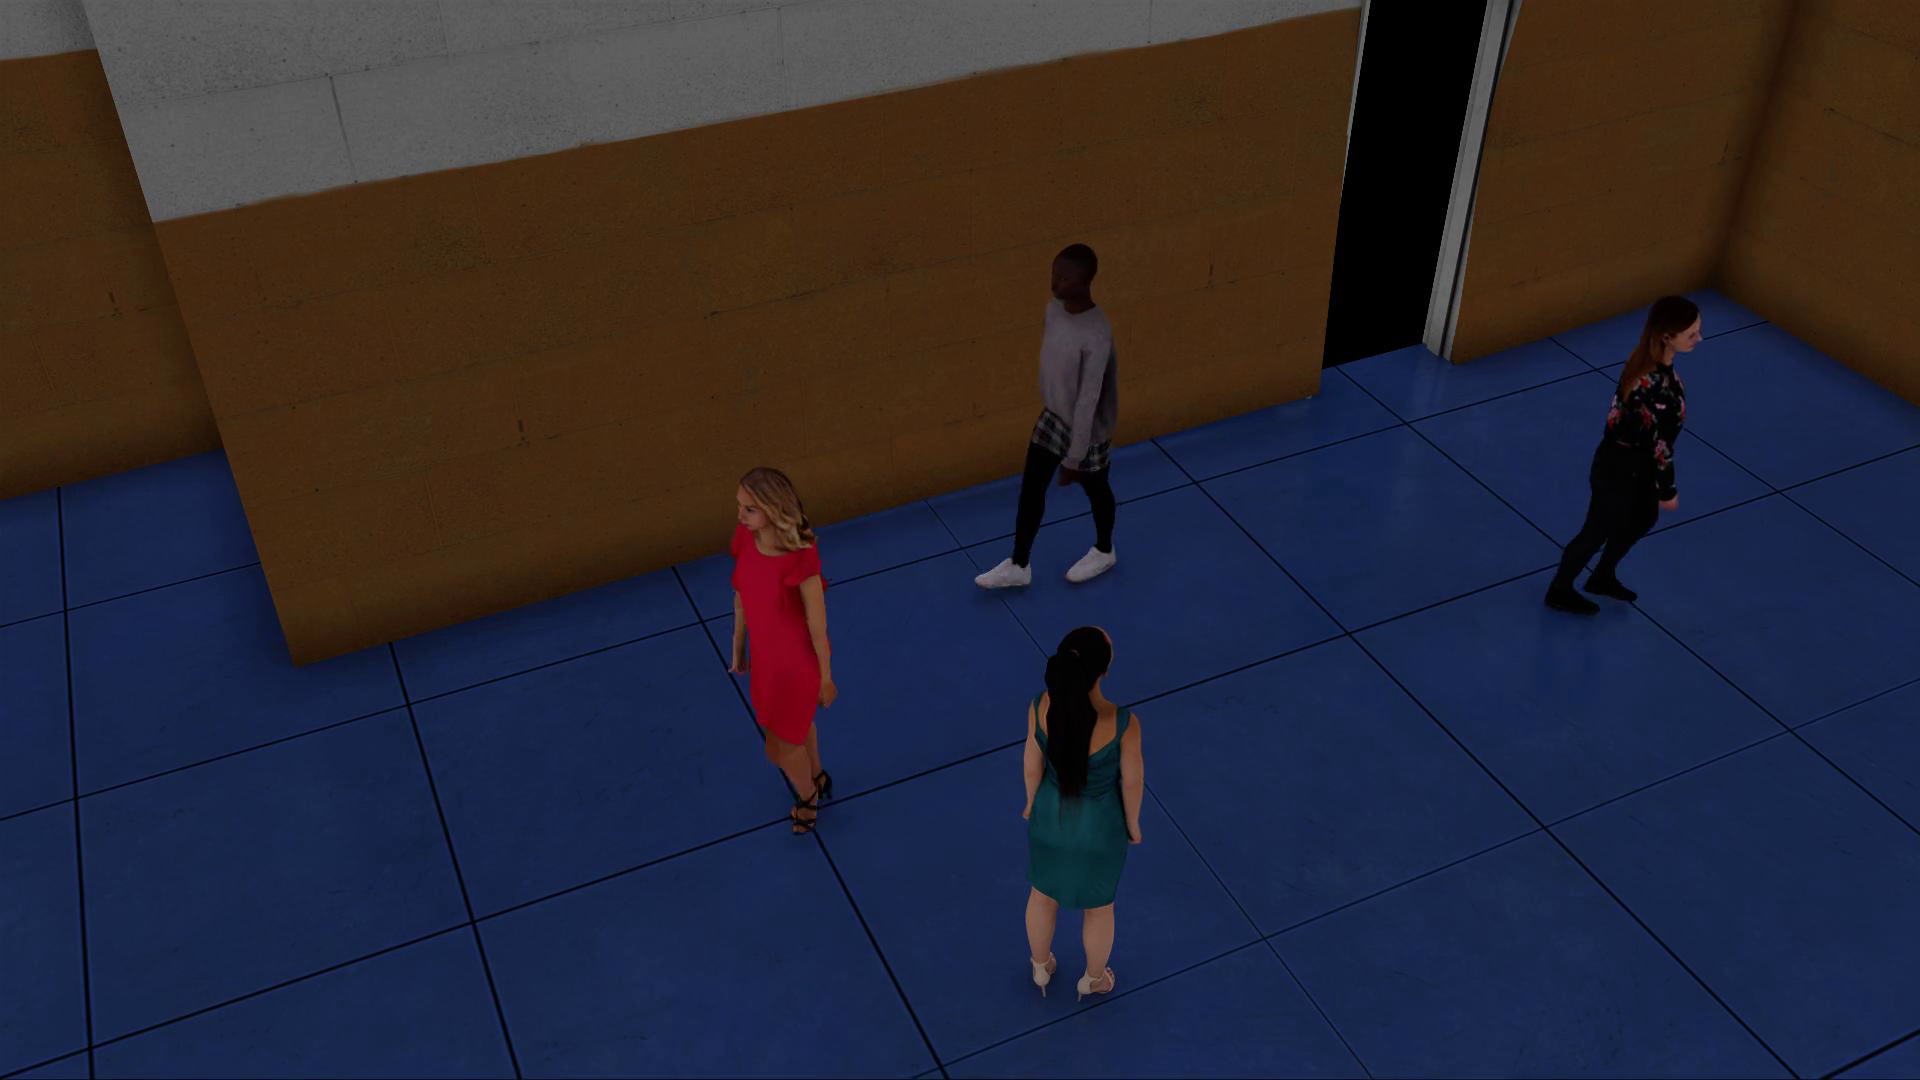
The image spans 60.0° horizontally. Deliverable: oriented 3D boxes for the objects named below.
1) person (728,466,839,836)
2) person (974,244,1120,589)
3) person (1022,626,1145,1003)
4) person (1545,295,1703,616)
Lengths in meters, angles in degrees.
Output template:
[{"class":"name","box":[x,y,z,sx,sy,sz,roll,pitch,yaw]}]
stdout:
[{"class":"person","box":[-0.573,0.405,6.230,0.659,1.715,0.750,31,47,34]},{"class":"person","box":[0.604,-0.530,7.450,0.764,1.747,0.914,-22,42,-26]},{"class":"person","box":[0.392,0.939,5.543,0.623,1.687,0.680,12,38,15]},{"class":"person","box":[2.812,-0.333,7.253,0.793,1.668,0.734,11,38,14]}]
